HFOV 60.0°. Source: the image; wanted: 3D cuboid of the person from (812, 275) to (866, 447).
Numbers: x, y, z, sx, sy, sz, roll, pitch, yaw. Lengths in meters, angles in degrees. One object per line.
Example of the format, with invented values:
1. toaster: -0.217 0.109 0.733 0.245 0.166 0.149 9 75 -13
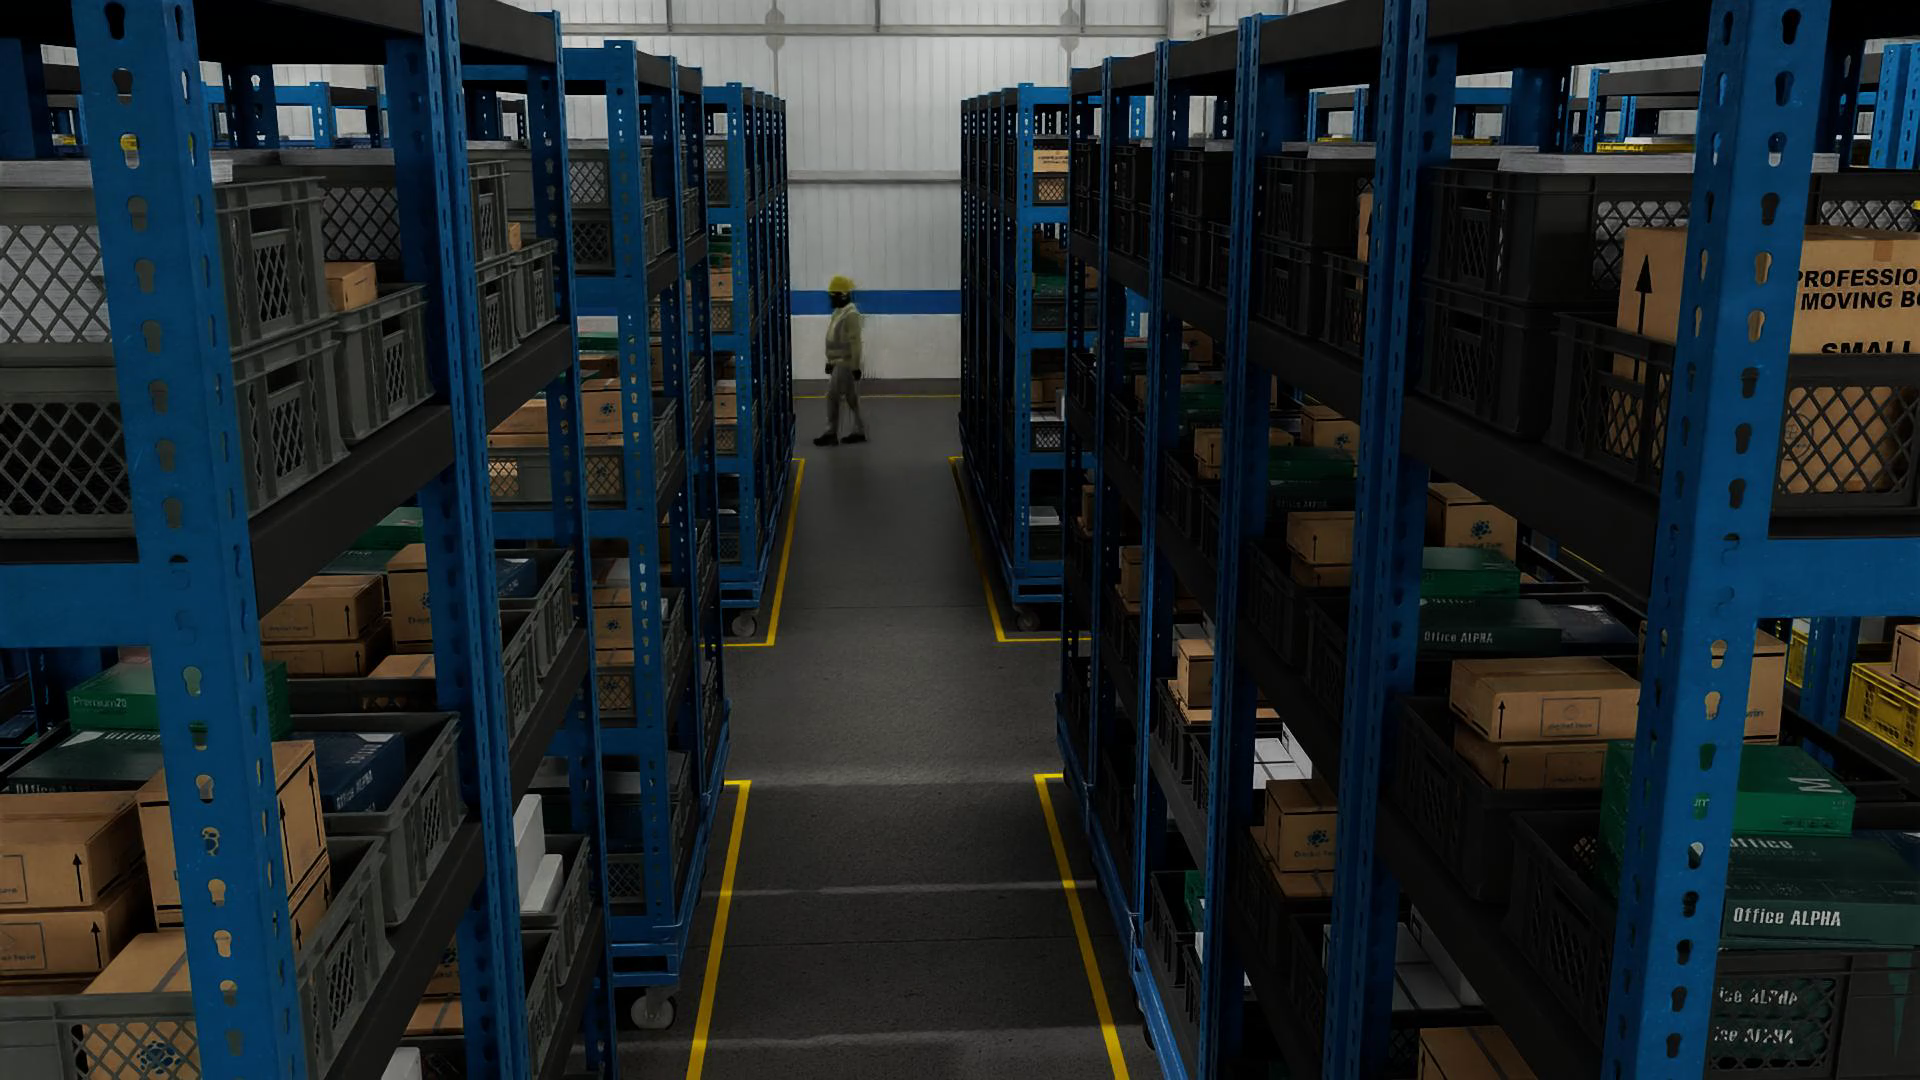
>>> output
1. person: -1.337 -1.901 17.707 0.747 1.802 0.612 -4 14 -15
